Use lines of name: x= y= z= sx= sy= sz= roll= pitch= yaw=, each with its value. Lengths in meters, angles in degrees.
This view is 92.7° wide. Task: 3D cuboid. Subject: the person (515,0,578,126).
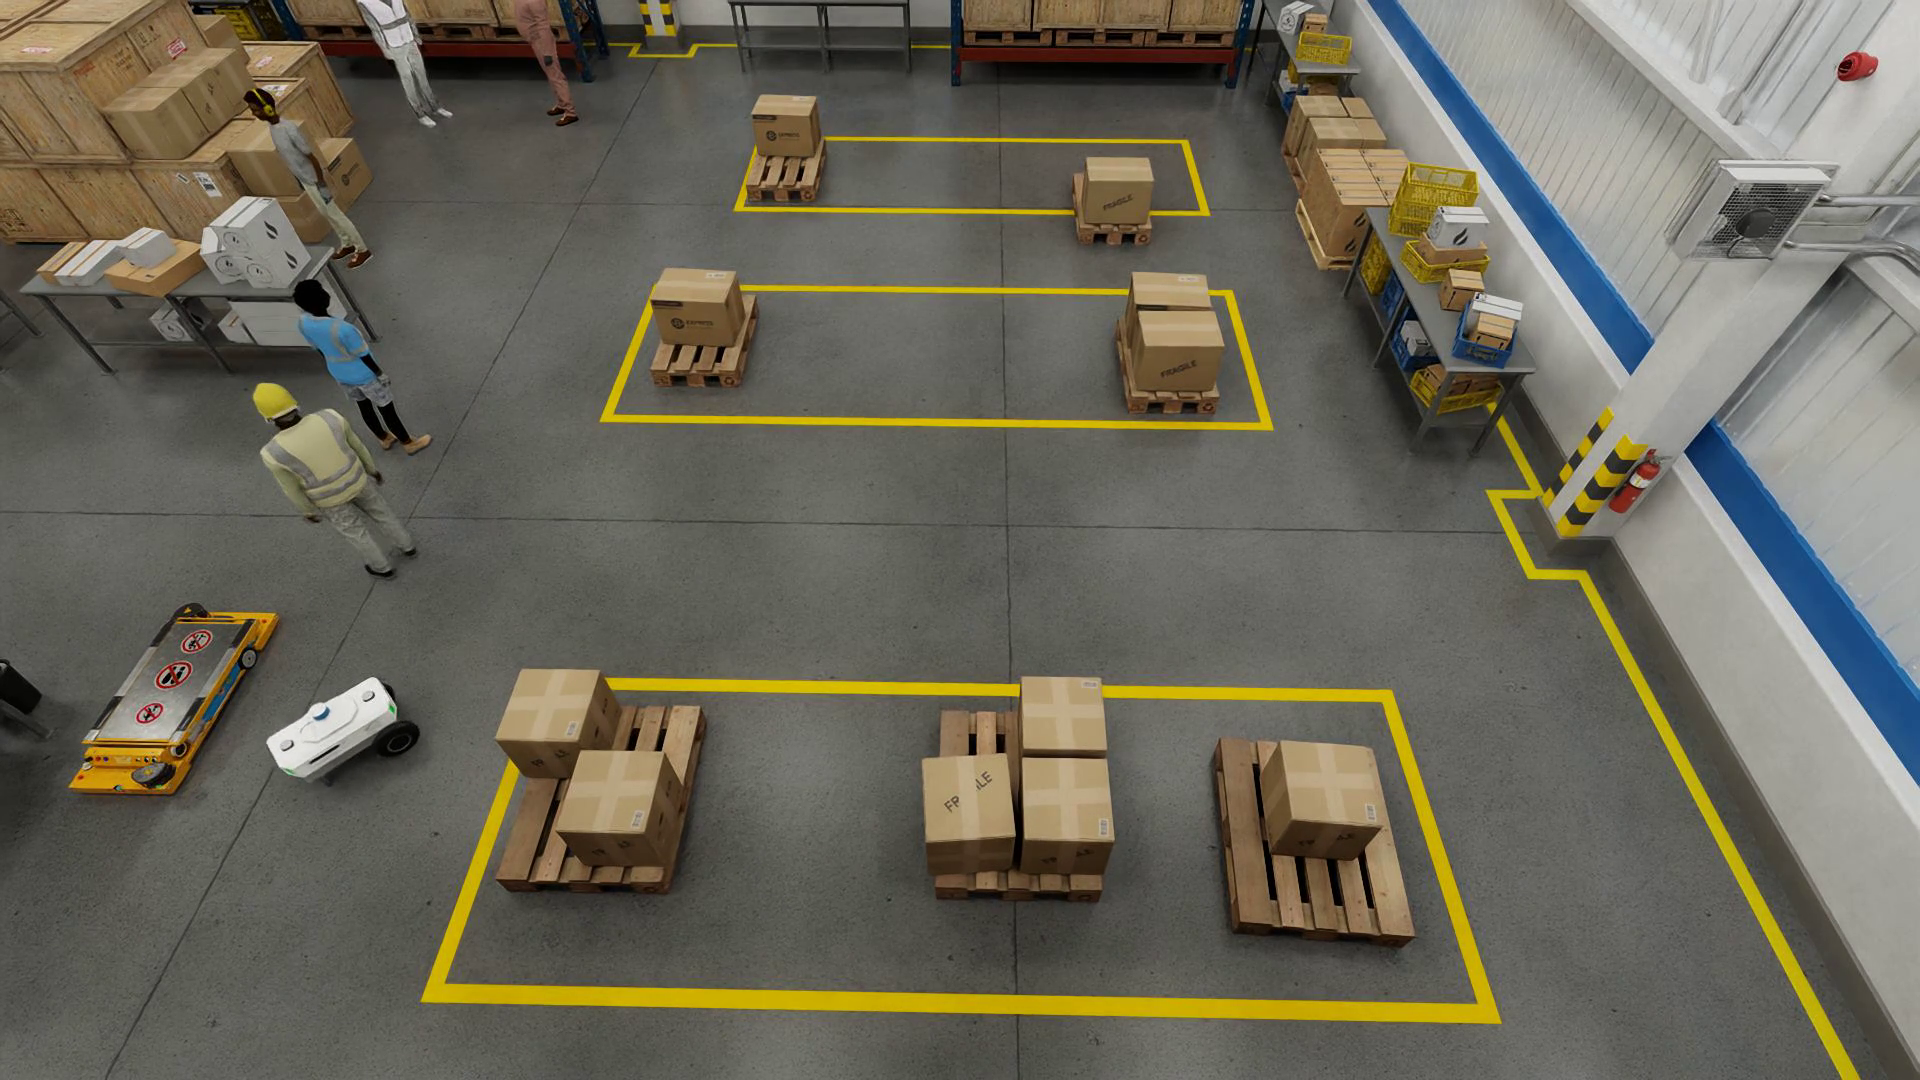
person: x=-5.313 y=-6.277 z=11.599 sx=0.410 sy=1.905 sz=0.641 roll=-25 pitch=54 yaw=-20

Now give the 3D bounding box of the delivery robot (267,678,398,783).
delivery robot: x=-4.121 y=1.244 z=6.053 sx=0.707 sy=0.478 sz=0.477 roll=-37 pitch=59 yaw=-27

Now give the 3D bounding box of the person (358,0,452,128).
person: x=-7.063 y=-6.254 z=11.578 sx=0.393 sy=1.910 sz=0.581 roll=19 pitch=52 yaw=16

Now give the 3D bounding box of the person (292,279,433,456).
person: x=-4.995 y=-1.398 z=7.603 sx=0.529 sy=1.697 sz=0.321 roll=15 pitch=51 yaw=12

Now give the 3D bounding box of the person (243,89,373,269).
person: x=-6.701 y=-3.702 z=9.445 sx=0.533 sy=1.864 sz=0.311 roll=28 pitch=55 yaw=22

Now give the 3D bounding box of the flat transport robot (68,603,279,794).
flat transport robot: x=-5.504 y=1.072 z=6.442 sx=0.652 sy=0.197 sz=1.431 roll=1 pitch=50 yaw=1

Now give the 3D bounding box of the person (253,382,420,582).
person: x=-4.539 y=-0.405 z=6.676 sx=0.404 sy=1.830 sz=0.597 roll=24 pitch=54 yaw=19
